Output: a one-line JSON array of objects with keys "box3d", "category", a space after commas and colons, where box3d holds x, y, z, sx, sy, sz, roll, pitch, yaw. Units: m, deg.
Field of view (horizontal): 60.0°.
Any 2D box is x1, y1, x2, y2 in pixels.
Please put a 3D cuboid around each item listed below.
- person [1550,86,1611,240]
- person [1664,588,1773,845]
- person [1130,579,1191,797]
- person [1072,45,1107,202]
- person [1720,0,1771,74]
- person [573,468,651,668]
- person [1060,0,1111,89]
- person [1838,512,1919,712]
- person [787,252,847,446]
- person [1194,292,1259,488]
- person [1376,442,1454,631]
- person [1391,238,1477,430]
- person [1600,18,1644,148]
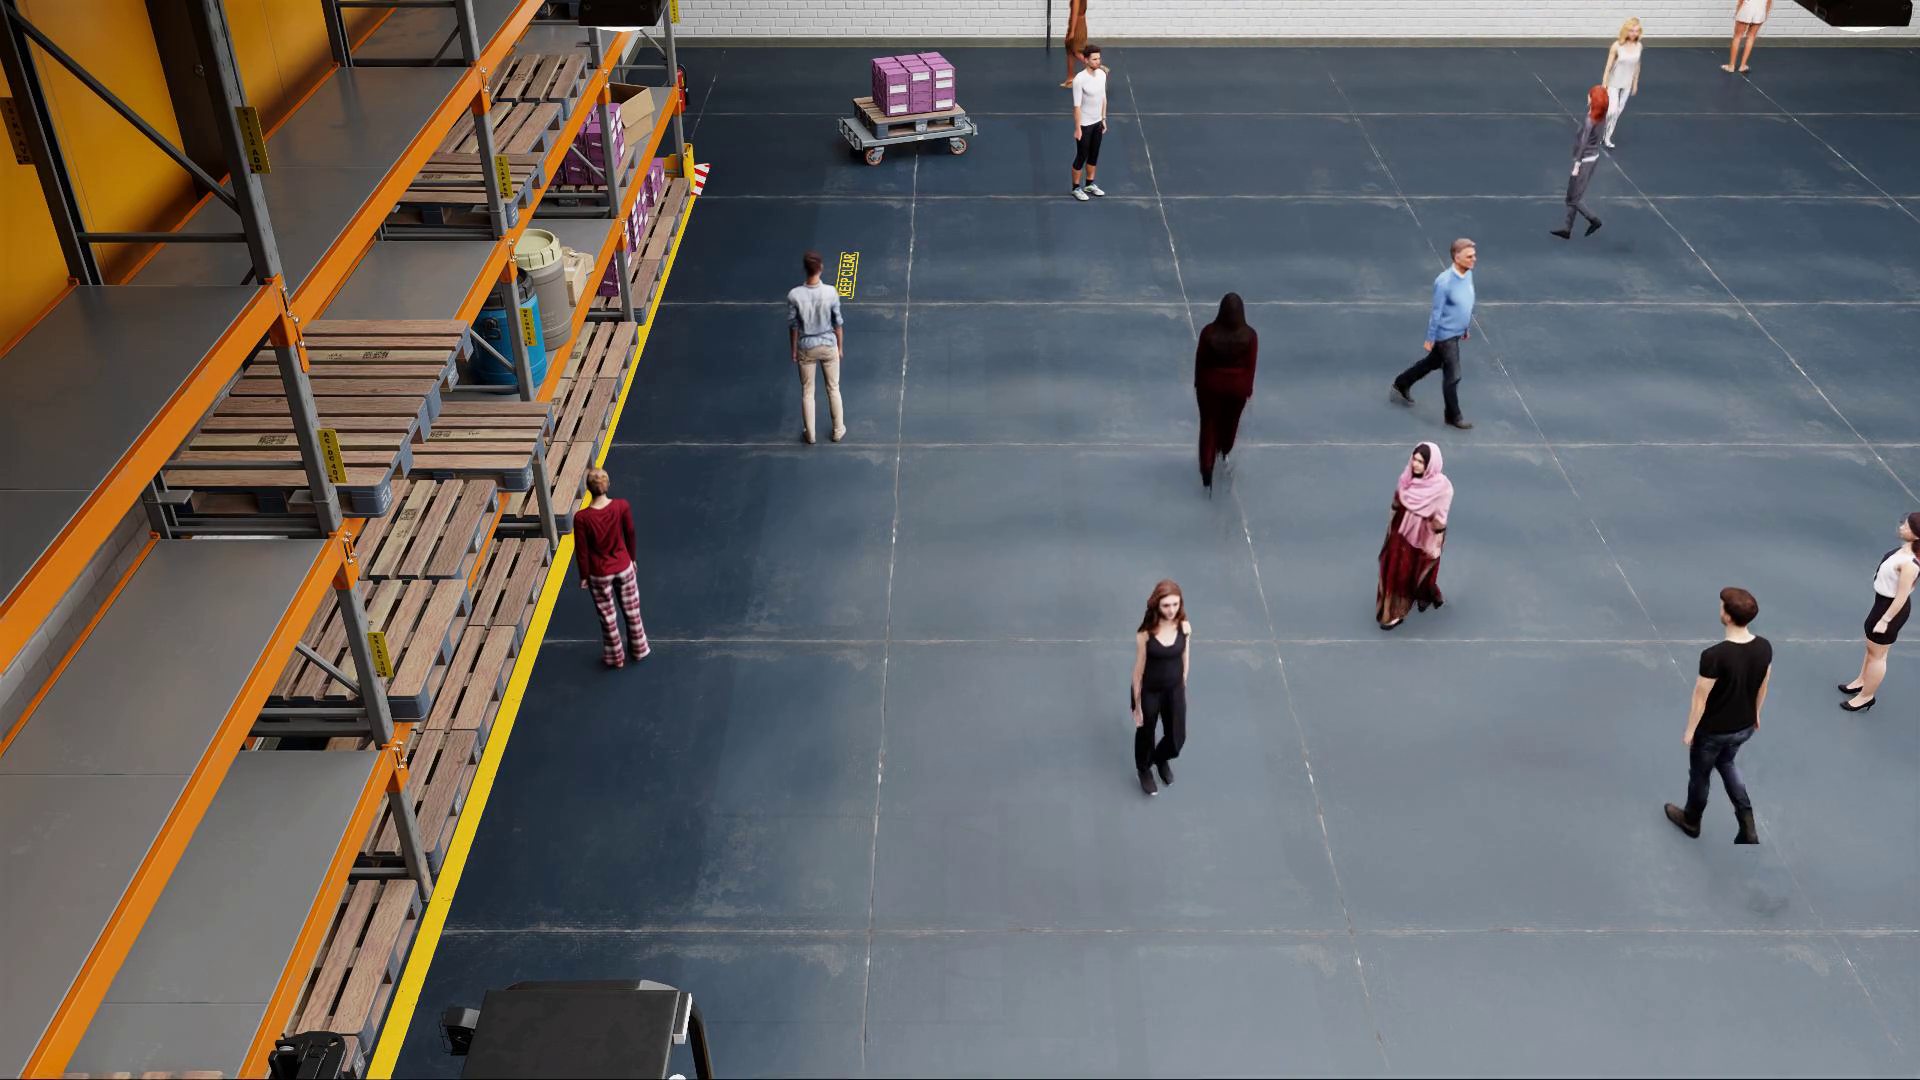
[{"box3d": [7.128, -4.209, 18.792, 0.903, 1.754, 0.870, 19, 38, 27], "category": "person"}, {"box3d": [4.887, 1.226, 10.508, 0.879, 1.873, 1.064, -9, 35, -13], "category": "person"}, {"box3d": [1.282, 0.939, 11.063, 0.648, 1.736, 0.710, -8, 34, -12], "category": "person"}, {"box3d": [1.540, -5.013, 19.915, 0.738, 1.848, 0.792, -28, 42, -35], "category": "person"}, {"box3d": [11.404, -7.587, 23.945, 0.617, 1.675, 0.544, 11, 35, 16], "category": "person"}, {"box3d": [-2.574, 0.195, 12.217, 0.677, 1.697, 0.674, -19, 38, -26], "category": "person"}, {"box3d": [1.716, -7.095, 23.210, 0.681, 1.669, 0.876, 4, 34, 6], "category": "person"}, {"box3d": [6.583, 0.507, 11.791, 0.683, 1.649, 0.568, 14, 36, 20], "category": "person"}, {"box3d": [-1.285, -1.724, 14.969, 0.663, 1.847, 0.570, -3, 34, -4], "category": "person"}, {"box3d": [2.277, -1.259, 14.380, 0.735, 1.723, 1.098, 3, 34, 5], "category": "person"}, {"box3d": [3.508, -0.049, 12.648, 0.916, 1.625, 0.857, -29, 43, -36], "category": "person"}, {"box3d": [4.436, -1.956, 15.376, 1.214, 1.782, 1.165, 28, 43, 35], "category": "person"}, {"box3d": [8.480, -5.920, 21.451, 0.637, 1.659, 0.630, -6, 34, -8], "category": "person"}]
